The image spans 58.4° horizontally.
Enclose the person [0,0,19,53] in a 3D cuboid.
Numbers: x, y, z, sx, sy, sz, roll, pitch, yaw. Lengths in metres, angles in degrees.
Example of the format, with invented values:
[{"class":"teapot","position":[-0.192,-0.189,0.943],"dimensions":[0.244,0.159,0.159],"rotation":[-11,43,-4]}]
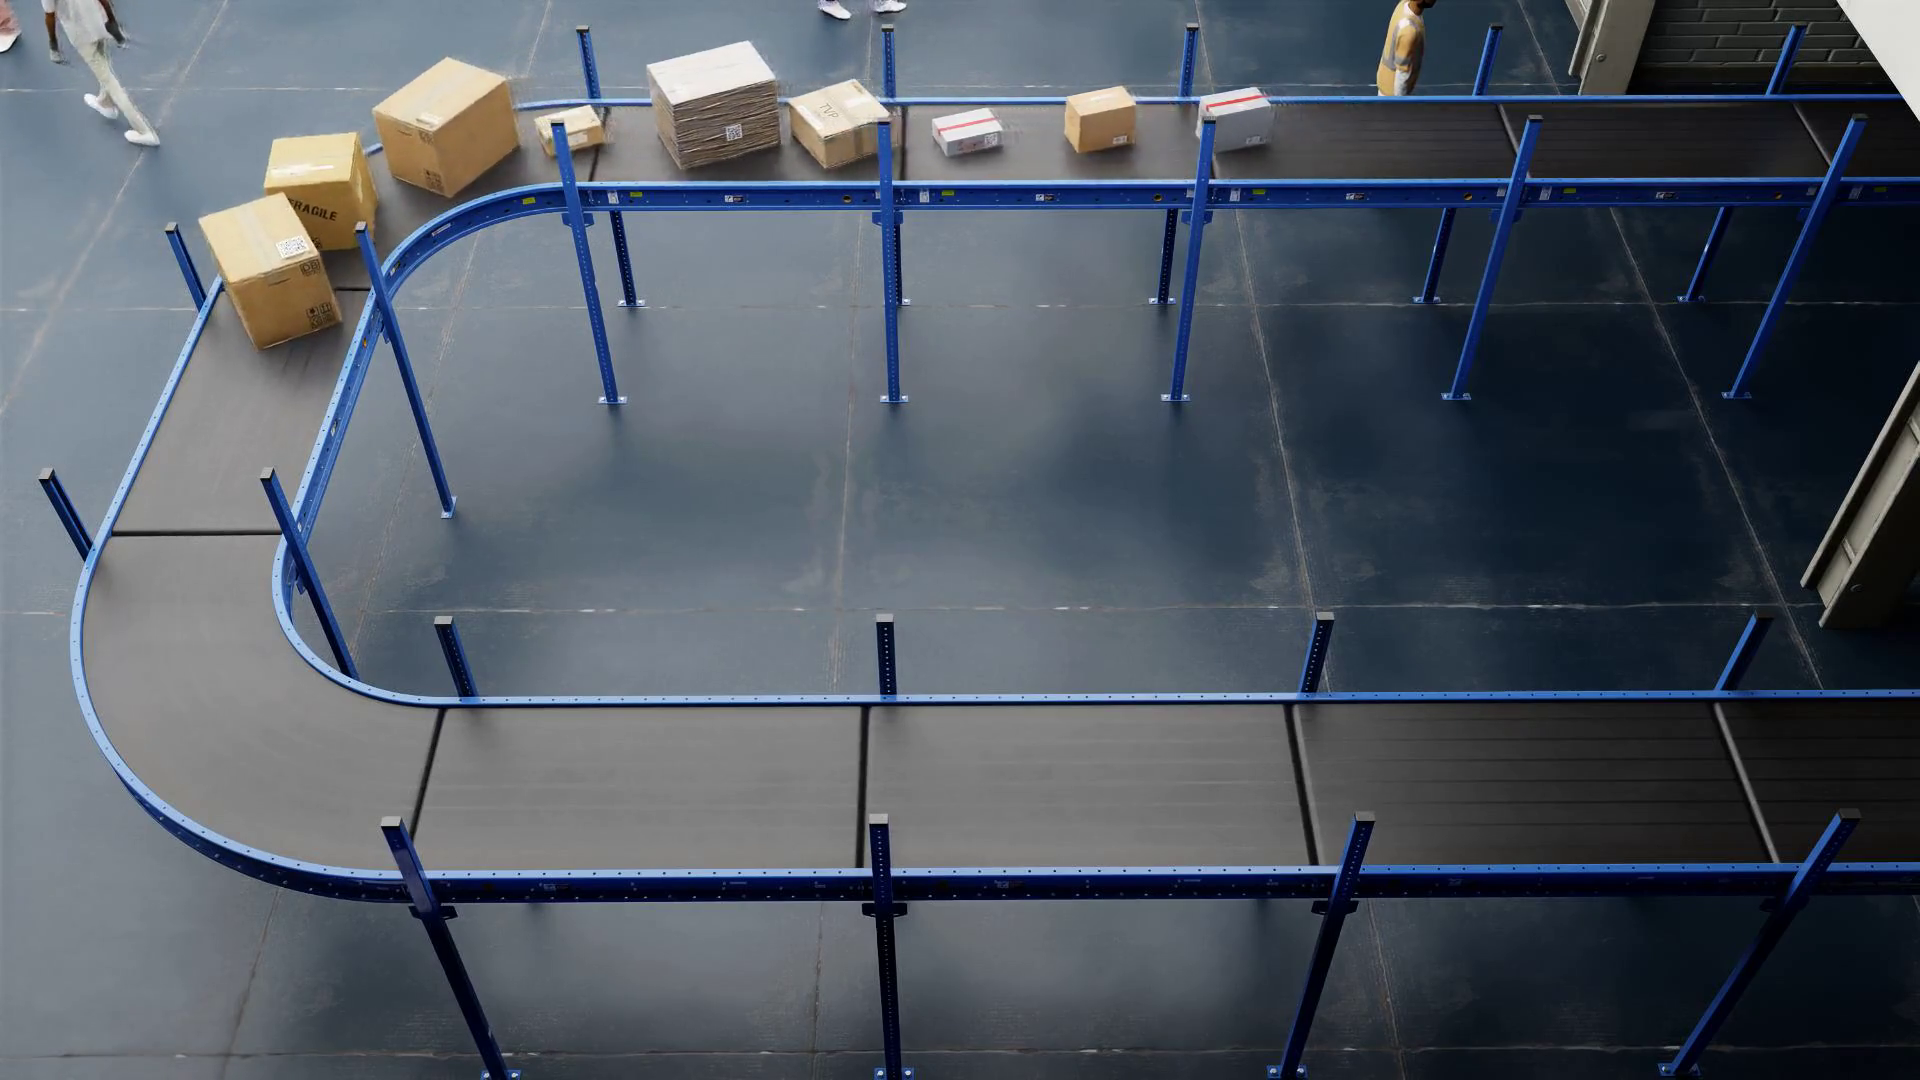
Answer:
[{"class":"person","position":[-8.619,-4.876,14.548],"dimensions":[0.678,1.864,0.932],"rotation":[7,47,7]}]

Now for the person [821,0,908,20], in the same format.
[{"class":"person","position":[-0.929,-5.418,15.048],"dimensions":[0.721,1.883,0.682],"rotation":[18,50,16]}]

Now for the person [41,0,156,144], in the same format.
[{"class":"person","position":[-7.113,-4.066,13.822],"dimensions":[0.945,1.824,0.530],"rotation":[18,50,16]}]

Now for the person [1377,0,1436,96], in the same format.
[{"class":"person","position":[3.394,-3.519,13.237],"dimensions":[0.373,1.939,0.545],"rotation":[6,47,6]}]
